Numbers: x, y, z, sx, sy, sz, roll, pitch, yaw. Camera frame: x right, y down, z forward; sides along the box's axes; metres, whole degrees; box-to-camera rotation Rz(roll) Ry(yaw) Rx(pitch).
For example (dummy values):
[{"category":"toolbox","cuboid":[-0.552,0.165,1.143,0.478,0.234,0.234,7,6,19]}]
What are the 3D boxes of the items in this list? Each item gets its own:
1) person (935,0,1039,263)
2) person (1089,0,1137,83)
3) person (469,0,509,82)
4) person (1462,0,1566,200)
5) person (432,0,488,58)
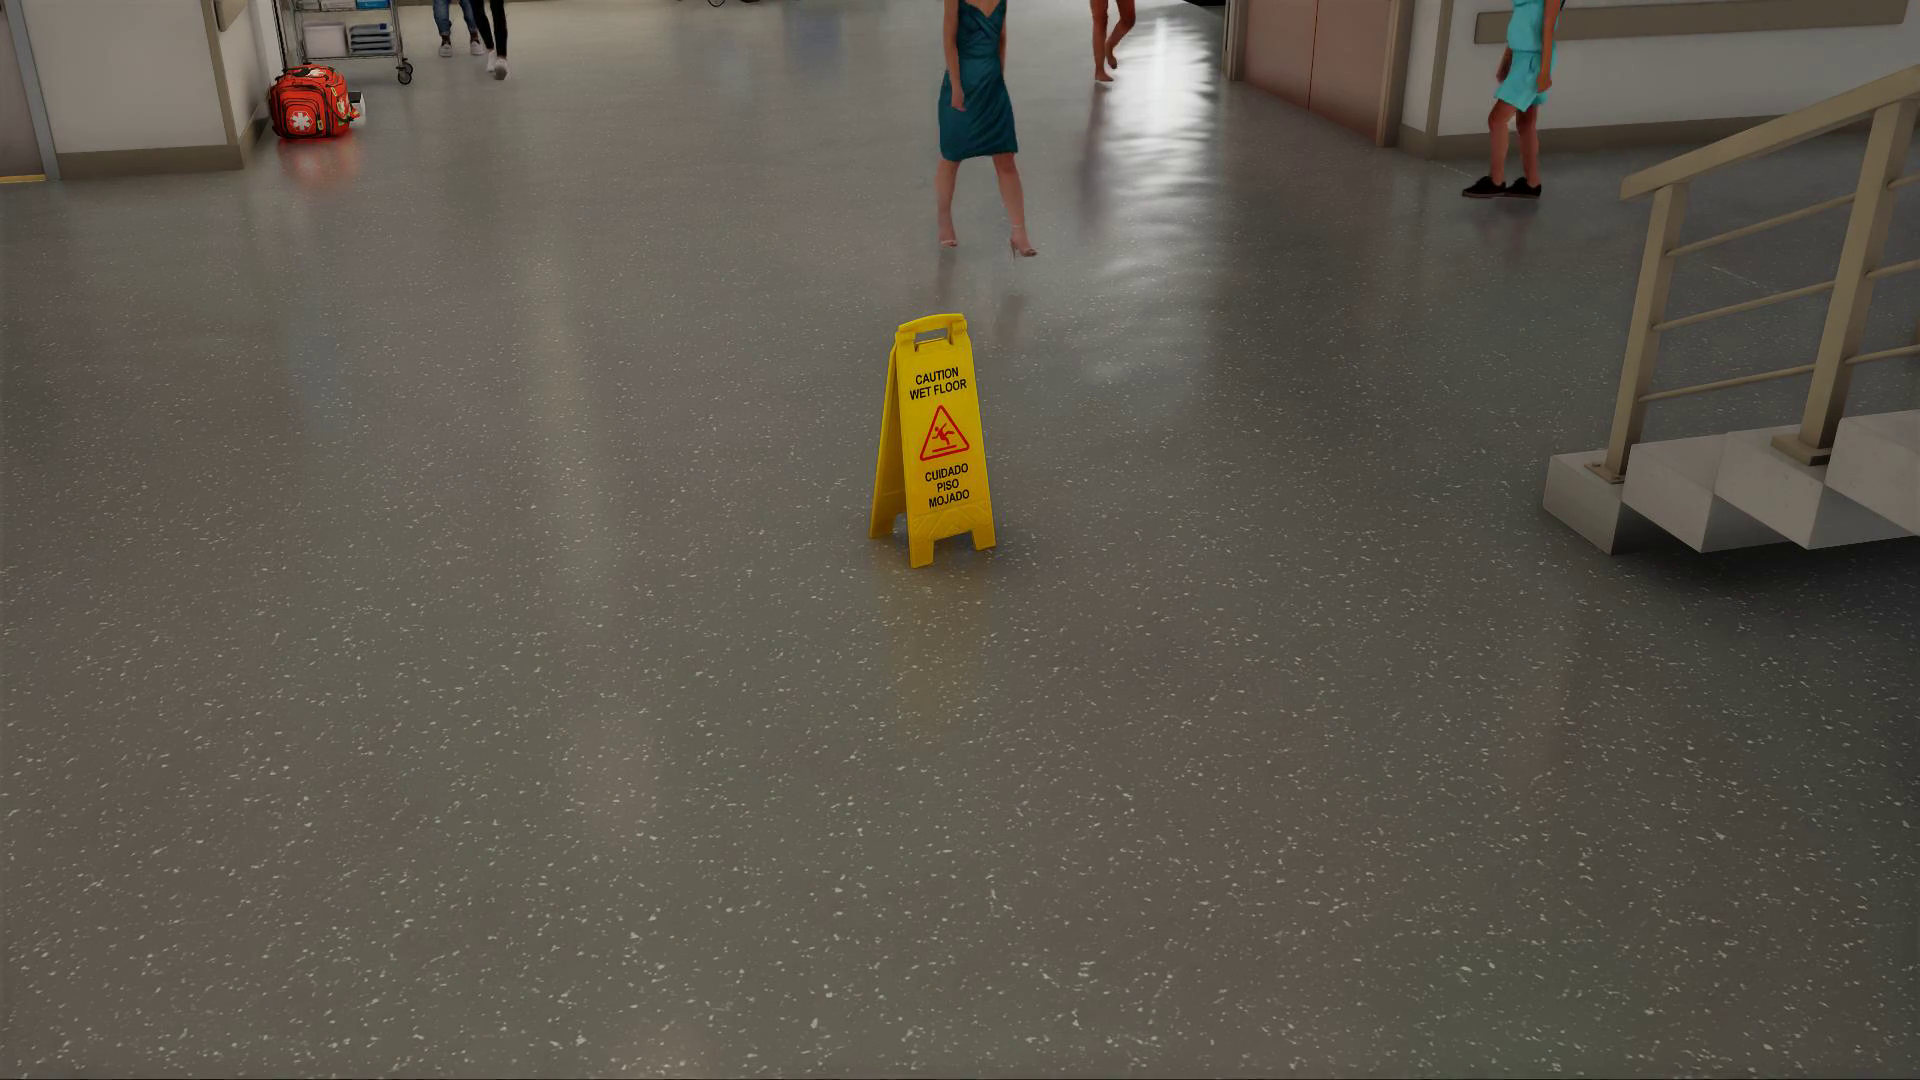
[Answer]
[{"category":"person","cuboid":[0.015,-2.218,8.296,0.737,1.644,1.075,-13,29,-25]},{"category":"person","cuboid":[1.120,-4.370,12.794,0.584,1.613,0.678,-9,27,-18]},{"category":"person","cuboid":[-3.675,-4.400,12.706,0.667,1.743,1.234,-5,26,-11]},{"category":"person","cuboid":[3.276,-2.673,9.354,0.710,1.544,0.716,0,26,0]},{"category":"person","cuboid":[-4.263,-4.953,13.782,0.684,1.804,0.582,-6,26,-12]}]
